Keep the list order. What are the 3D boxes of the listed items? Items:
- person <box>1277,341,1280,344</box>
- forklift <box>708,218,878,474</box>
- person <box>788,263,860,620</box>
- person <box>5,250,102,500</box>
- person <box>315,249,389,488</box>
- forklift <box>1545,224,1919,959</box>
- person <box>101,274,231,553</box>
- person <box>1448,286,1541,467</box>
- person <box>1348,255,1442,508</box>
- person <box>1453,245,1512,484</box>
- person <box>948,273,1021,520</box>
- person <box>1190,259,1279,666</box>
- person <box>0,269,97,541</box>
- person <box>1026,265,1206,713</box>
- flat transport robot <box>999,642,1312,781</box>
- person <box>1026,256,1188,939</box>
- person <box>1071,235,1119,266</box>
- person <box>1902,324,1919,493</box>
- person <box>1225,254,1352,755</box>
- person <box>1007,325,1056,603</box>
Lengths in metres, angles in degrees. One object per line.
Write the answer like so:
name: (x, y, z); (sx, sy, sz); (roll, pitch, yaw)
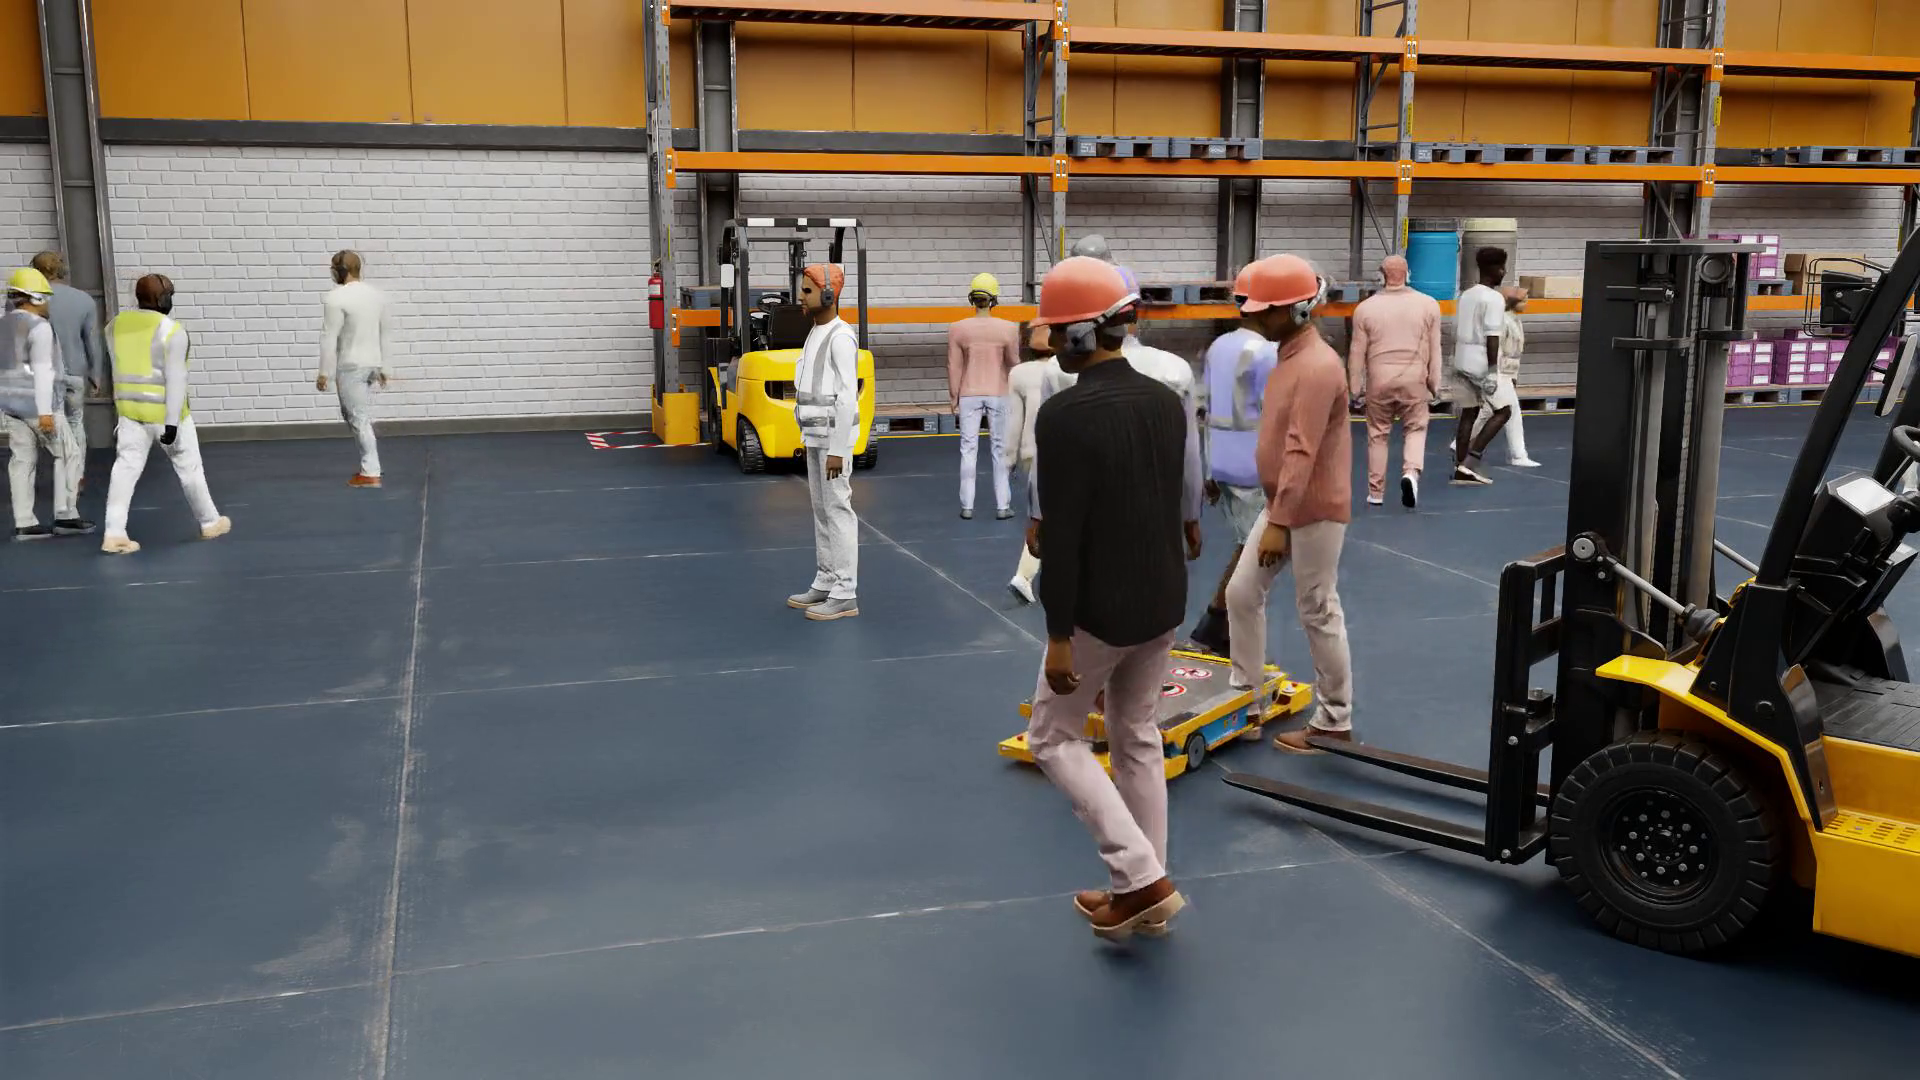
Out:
person: (2.764, -1.358, 14.213); (0.840, 1.591, 0.516); (-2, 11, -11)
forklift: (-1.522, -1.778, 14.899); (1.214, 2.155, 2.313); (-3, 11, -17)
person: (-0.717, -0.522, 8.867); (0.355, 1.883, 0.575); (-4, 11, -22)
person: (-7.061, -1.276, 12.917); (0.794, 1.912, 0.646); (10, 14, 44)
person: (-4.907, -1.371, 13.437); (0.542, 1.921, 0.640); (2, 11, 12)
forklift: (2.909, 0.117, 4.508); (2.313, 2.155, 1.214); (9, 14, 40)
person: (-5.245, -0.826, 10.823); (0.620, 1.793, 0.991); (2, 11, 11)
person: (4.774, -1.464, 14.820); (0.806, 1.600, 0.537); (6, 12, 28)
person: (3.226, -1.162, 12.349); (0.689, 1.890, 0.673); (2, 11, 11)
person: (4.229, -1.402, 13.495); (0.415, 1.947, 0.623); (-3, 11, -14)
person: (0.174, -1.017, 11.903); (0.522, 1.769, 0.310); (1, 10, 7)
person: (1.345, -0.321, 7.681); (0.417, 1.921, 0.558); (-3, 11, -14)
person: (-6.172, -0.908, 11.195); (0.614, 1.805, 0.615); (6, 12, 29)
person: (0.606, -0.098, 6.454); (0.697, 1.912, 0.512); (0, 10, 0)
flat transport robot: (0.827, 0.674, 6.730); (0.652, 0.197, 1.431); (7, 13, 35)
person: (0.418, 0.191, 4.718); (0.475, 1.968, 0.651); (10, 14, 43)
person: (0.851, -0.942, 10.738); (0.538, 2.000, 0.689); (-4, 11, -23)
person: (7.548, -1.126, 12.859); (0.279, 1.634, 0.497); (-7, 12, -32)
person: (1.207, -0.109, 6.423); (0.784, 1.946, 0.626); (-1, 10, -7)
person: (0.484, -0.462, 9.323); (0.512, 1.598, 0.823); (7, 12, 32)
